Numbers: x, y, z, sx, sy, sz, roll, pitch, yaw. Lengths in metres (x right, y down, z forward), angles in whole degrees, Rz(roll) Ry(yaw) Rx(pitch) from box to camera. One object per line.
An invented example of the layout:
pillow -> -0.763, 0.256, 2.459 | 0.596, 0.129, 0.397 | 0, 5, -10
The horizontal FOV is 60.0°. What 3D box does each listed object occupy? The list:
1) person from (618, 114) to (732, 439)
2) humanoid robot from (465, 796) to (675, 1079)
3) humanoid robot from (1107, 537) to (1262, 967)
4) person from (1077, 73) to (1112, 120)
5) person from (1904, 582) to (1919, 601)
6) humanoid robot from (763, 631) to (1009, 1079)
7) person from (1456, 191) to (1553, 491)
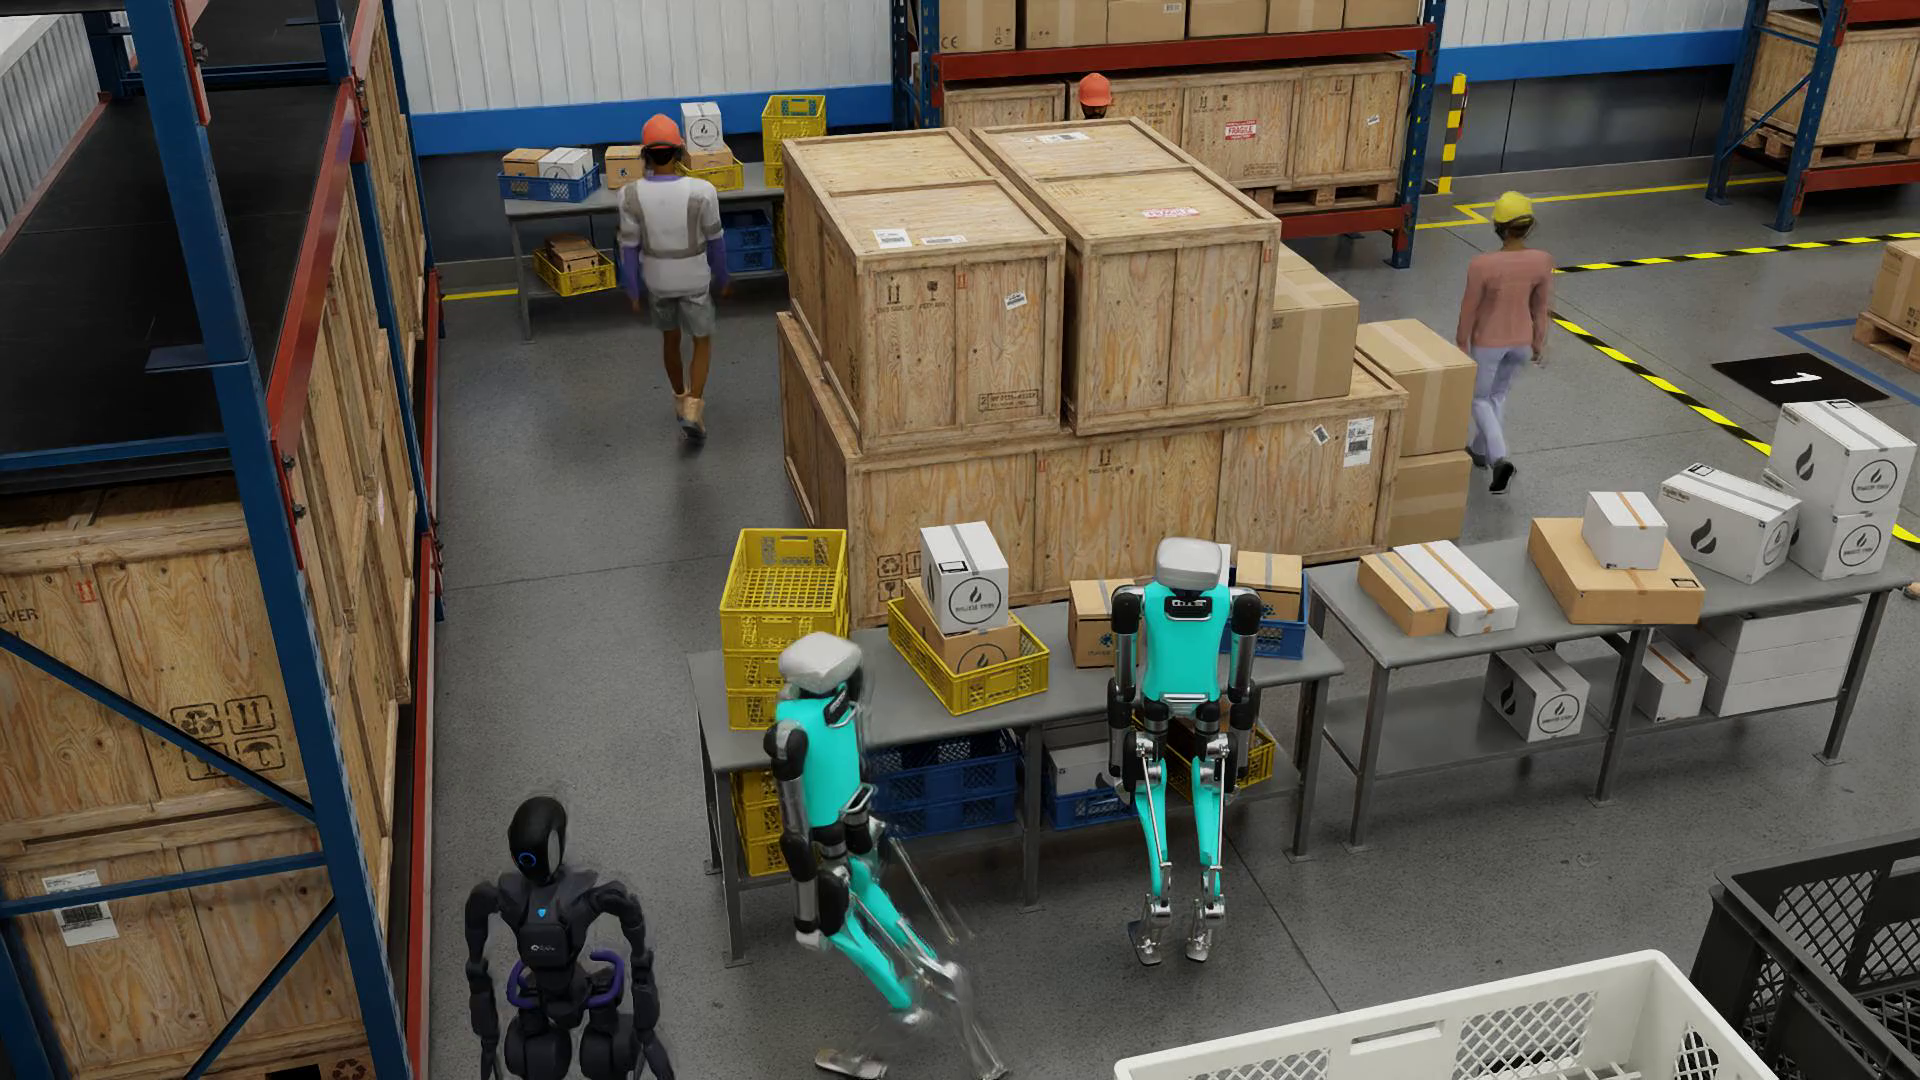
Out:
person -> -1.734, -1.592, 10.192 | 0.621, 2.018, 0.776 | 1, 29, 2
humanoid robot -> -1.170, 1.460, 5.067 | 0.601, 1.650, 0.748 | -1, 29, -1
humanoid robot -> 0.788, 0.862, 5.890 | 0.533, 1.677, 0.735 | 1, 29, 2
person -> 0.890, -2.237, 11.448 | 0.542, 1.938, 0.356 | -5, 29, -9
person -> 5.157, -0.492, 8.174 | 0.385, 2.039, 0.612 | 0, 29, 0
humanoid robot -> -0.173, 1.193, 5.498 | 0.854, 1.847, 0.552 | 10, 30, 18
person -> 3.161, -1.131, 9.641 | 0.526, 1.744, 0.714 | -6, 29, -11
